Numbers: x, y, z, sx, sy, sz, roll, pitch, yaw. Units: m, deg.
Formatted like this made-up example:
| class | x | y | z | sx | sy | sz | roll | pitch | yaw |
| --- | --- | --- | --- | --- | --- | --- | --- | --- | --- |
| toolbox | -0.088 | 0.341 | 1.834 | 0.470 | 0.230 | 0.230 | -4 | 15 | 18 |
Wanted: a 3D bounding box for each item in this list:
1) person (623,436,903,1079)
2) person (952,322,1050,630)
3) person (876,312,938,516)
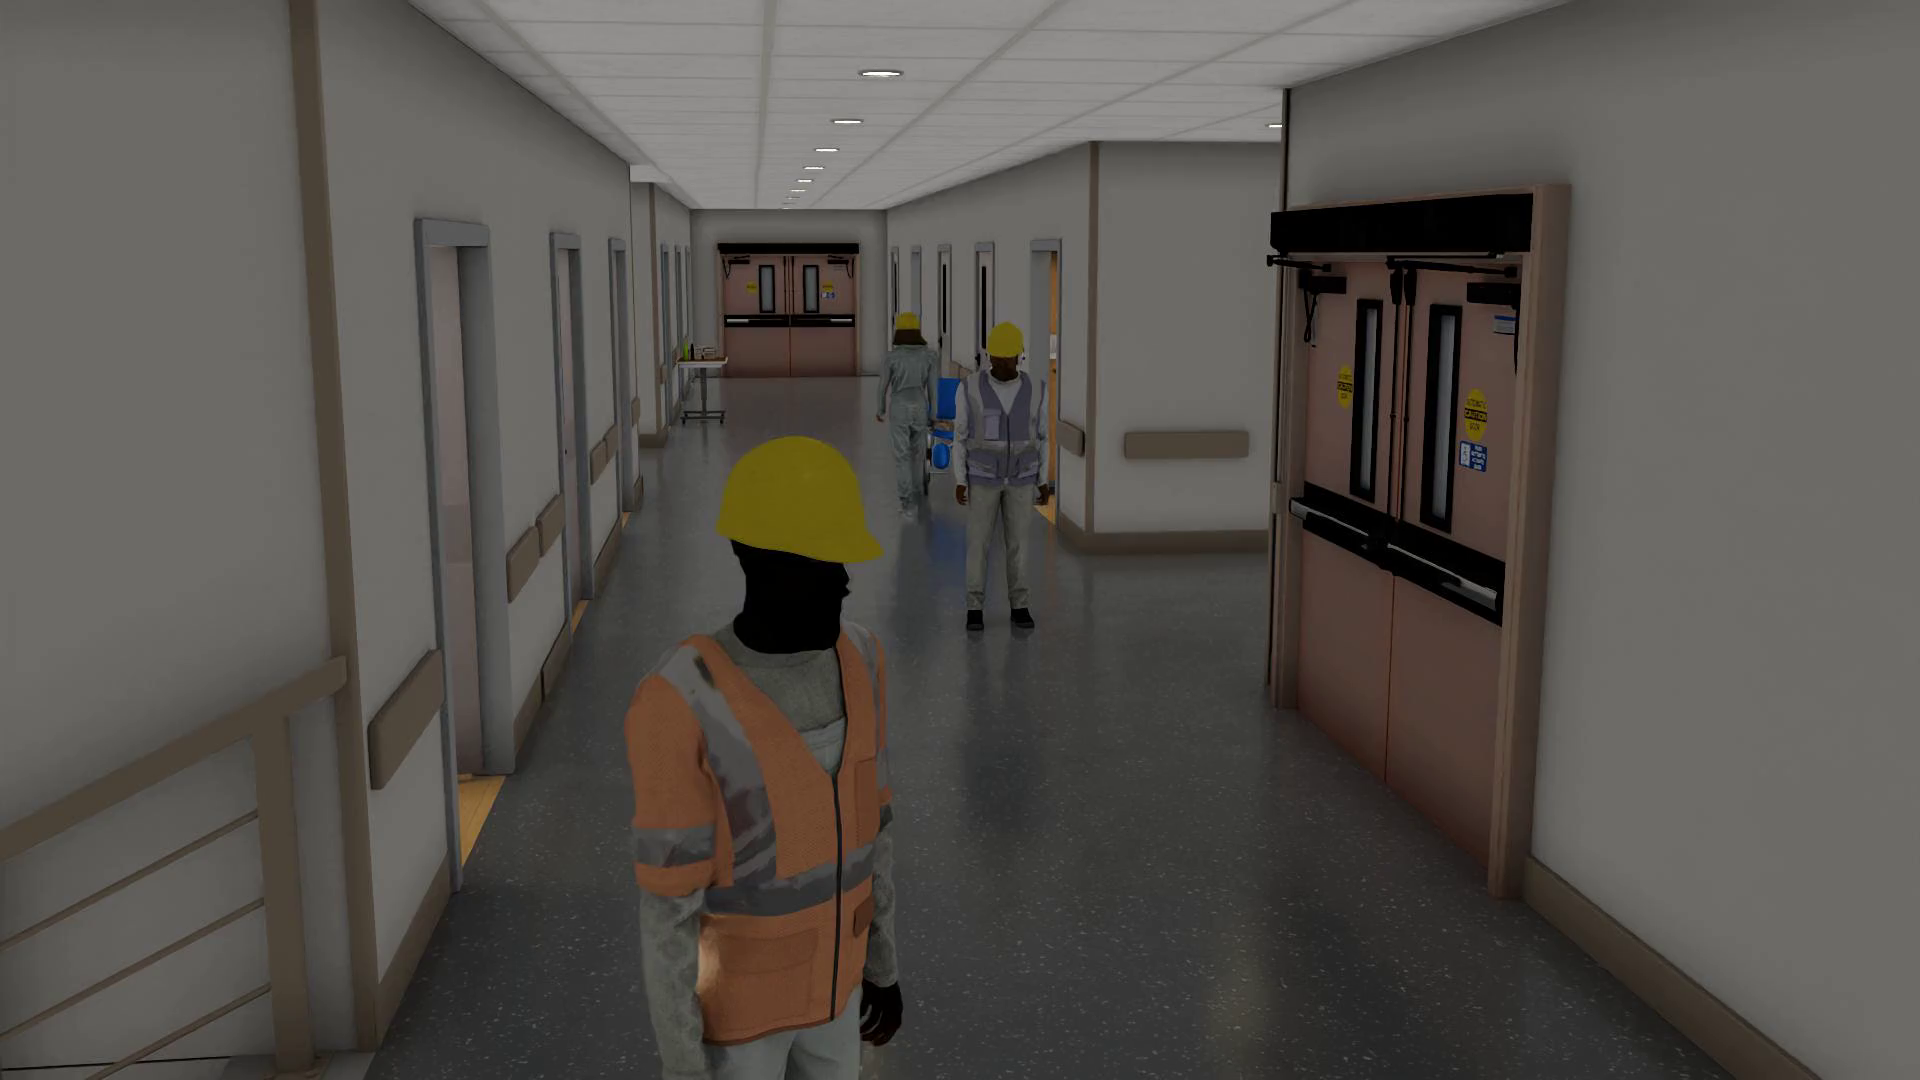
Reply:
| class | x | y | z | sx | sy | sz | roll | pitch | yaw |
| --- | --- | --- | --- | --- | --- | --- | --- | --- | --- |
| person | -0.300 | 0.773 | 2.899 | 0.397 | 1.920 | 0.586 | 7 | 12 | 36 |
| person | 0.251 | -0.374 | 9.847 | 0.586 | 1.823 | 0.403 | -2 | 10 | -9 |
| person | -0.465 | -1.077 | 14.227 | 0.507 | 1.720 | 0.617 | -4 | 10 | -21 |
